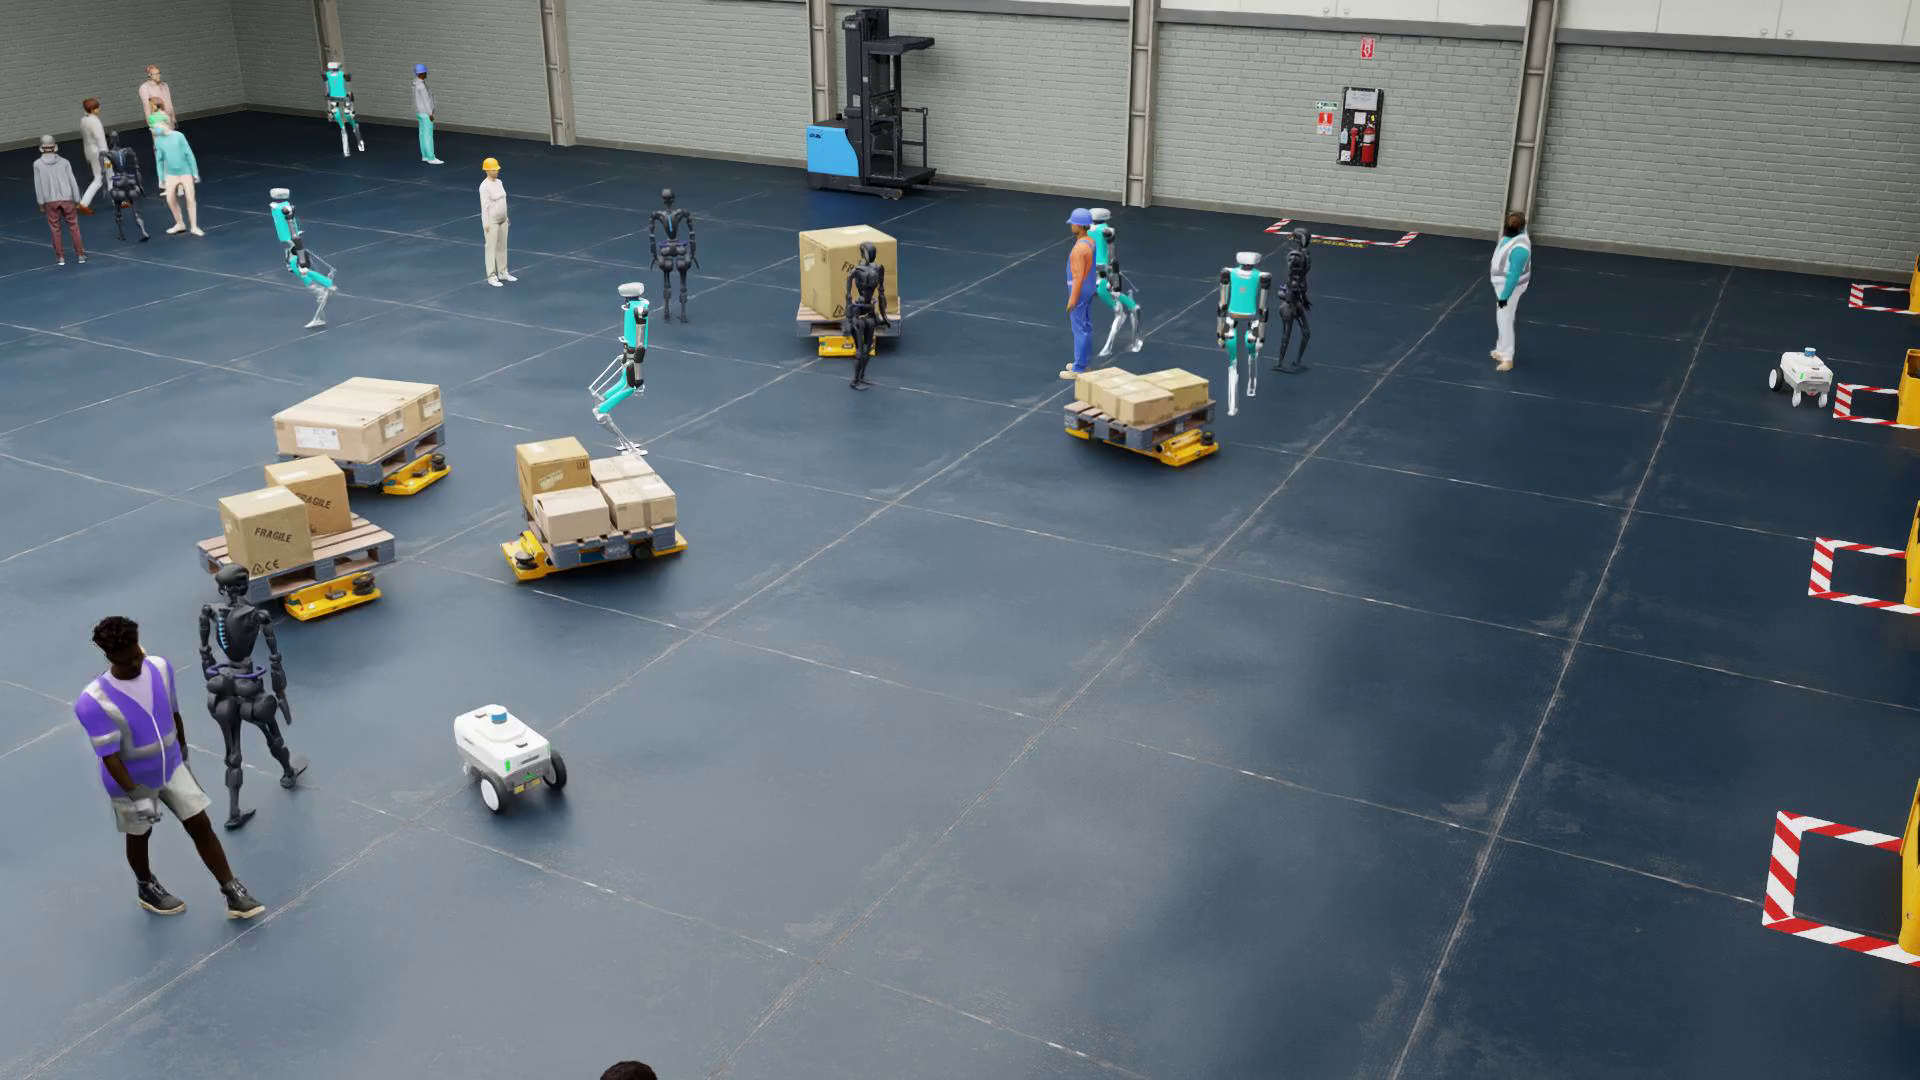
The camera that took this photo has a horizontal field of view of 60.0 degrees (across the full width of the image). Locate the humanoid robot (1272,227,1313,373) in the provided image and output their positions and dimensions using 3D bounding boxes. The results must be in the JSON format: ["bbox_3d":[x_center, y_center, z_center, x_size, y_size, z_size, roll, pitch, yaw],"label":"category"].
[{"bbox_3d":[3.767,-2.680,18.610,0.403,1.648,0.598,13,27,28],"label":"humanoid robot"}]

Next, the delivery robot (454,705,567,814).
[{"bbox_3d":[-2.911,1.353,10.636,0.499,0.583,0.754,-21,31,-40],"label":"delivery robot"}]

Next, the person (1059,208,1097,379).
[{"bbox_3d":[1.329,-2.733,18.448,0.362,1.911,0.515,8,25,18],"label":"person"}]

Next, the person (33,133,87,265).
[{"bbox_3d":[-12.653,-4.784,23.354,0.546,1.807,0.379,-12,26,-26],"label":"person"}]

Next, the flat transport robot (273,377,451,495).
[{"bbox_3d":[-5.630,-0.685,15.758,1.431,0.231,0.659,7,24,15],"label":"flat transport robot"}]

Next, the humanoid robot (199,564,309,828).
[{"bbox_3d":[-4.420,0.919,10.288,0.586,1.621,0.739,5,24,11],"label":"humanoid robot"}]

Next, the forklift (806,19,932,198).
[{"bbox_3d":[-1.573,-7.292,27.850,1.873,2.768,1.129,12,26,25],"label":"forklift"}]

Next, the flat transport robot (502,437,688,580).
[{"bbox_3d":[-3.079,0.037,14.076,1.431,0.231,0.659,-11,26,-24],"label":"flat transport robot"}]

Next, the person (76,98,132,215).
[{"bbox_3d":[-13.749,-6.103,26.433,0.520,1.791,0.892,20,30,39],"label":"person"}]

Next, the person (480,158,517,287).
[{"bbox_3d":[-6.218,-4.266,22.282,0.324,1.696,0.482,9,25,19],"label":"person"}]

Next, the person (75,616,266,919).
[{"bbox_3d":[-4.340,1.297,9.061,0.961,1.911,0.605,12,26,25],"label":"person"}]

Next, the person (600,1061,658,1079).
[{"bbox_3d":[-1.165,2.644,5.920,0.374,1.915,0.595,-3,23,-7],"label":"person"}]

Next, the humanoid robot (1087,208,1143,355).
[{"bbox_3d":[1.893,-2.988,19.307,0.949,1.771,0.529,-10,25,-22],"label":"humanoid robot"}]

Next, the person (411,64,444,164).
[{"bbox_3d":[-9.758,-7.770,30.341,0.362,1.780,0.523,-15,28,-31],"label":"person"}]

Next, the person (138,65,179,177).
[{"bbox_3d":[-14.001,-7.352,29.206,0.411,1.909,0.637,7,24,16],"label":"person"}]

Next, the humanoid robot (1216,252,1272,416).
[{"bbox_3d":[3.031,-2.241,17.554,0.558,1.781,0.941,8,25,18],"label":"humanoid robot"}]

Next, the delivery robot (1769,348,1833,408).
[{"bbox_3d":[9.112,-1.774,17.954,0.499,0.614,0.791,4,23,8],"label":"delivery robot"}]

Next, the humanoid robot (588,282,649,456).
[{"bbox_3d":[-3.296,-1.619,15.904,0.735,1.676,0.533,-8,25,-19],"label":"humanoid robot"}]

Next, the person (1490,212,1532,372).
[{"bbox_3d":[6.213,-2.853,18.873,0.433,1.808,0.727,5,24,11],"label":"person"}]

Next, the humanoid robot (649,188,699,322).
[{"bbox_3d":[-3.551,-3.545,20.628,0.601,1.647,0.482,-3,23,-6],"label":"humanoid robot"}]

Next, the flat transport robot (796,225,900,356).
[{"bbox_3d":[-1.316,-2.489,19.956,0.659,0.231,1.431,-1,23,-1],"label":"flat transport robot"}]

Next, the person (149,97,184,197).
[{"bbox_3d":[-13.201,-6.525,27.612,0.512,1.641,0.311,17,29,34],"label":"person"}]

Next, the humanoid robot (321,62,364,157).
[{"bbox_3d":[-11.489,-8.080,31.174,0.552,1.805,0.903,1,23,1],"label":"humanoid robot"}]

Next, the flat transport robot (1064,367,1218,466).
[{"bbox_3d":[1.807,-1.063,16.637,1.431,0.231,0.659,21,31,40],"label":"flat transport robot"}]

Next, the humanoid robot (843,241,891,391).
[{"bbox_3d":[-1.065,-2.455,18.117,0.600,1.640,0.438,-21,31,-40],"label":"humanoid robot"}]

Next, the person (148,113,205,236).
[{"bbox_3d":[-11.744,-5.473,24.943,0.659,1.826,0.350,-3,23,-6],"label":"person"}]

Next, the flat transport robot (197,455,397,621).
[{"bbox_3d":[-5.358,0.278,13.516,0.659,0.231,1.431,-21,31,-40],"label":"flat transport robot"}]

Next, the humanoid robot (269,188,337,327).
[{"bbox_3d":[-7.914,-3.374,20.309,0.746,1.901,0.551,-19,30,-37],"label":"humanoid robot"}]

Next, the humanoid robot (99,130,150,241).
[{"bbox_3d":[-12.379,-5.228,24.608,0.734,1.631,0.610,21,31,40],"label":"humanoid robot"}]
